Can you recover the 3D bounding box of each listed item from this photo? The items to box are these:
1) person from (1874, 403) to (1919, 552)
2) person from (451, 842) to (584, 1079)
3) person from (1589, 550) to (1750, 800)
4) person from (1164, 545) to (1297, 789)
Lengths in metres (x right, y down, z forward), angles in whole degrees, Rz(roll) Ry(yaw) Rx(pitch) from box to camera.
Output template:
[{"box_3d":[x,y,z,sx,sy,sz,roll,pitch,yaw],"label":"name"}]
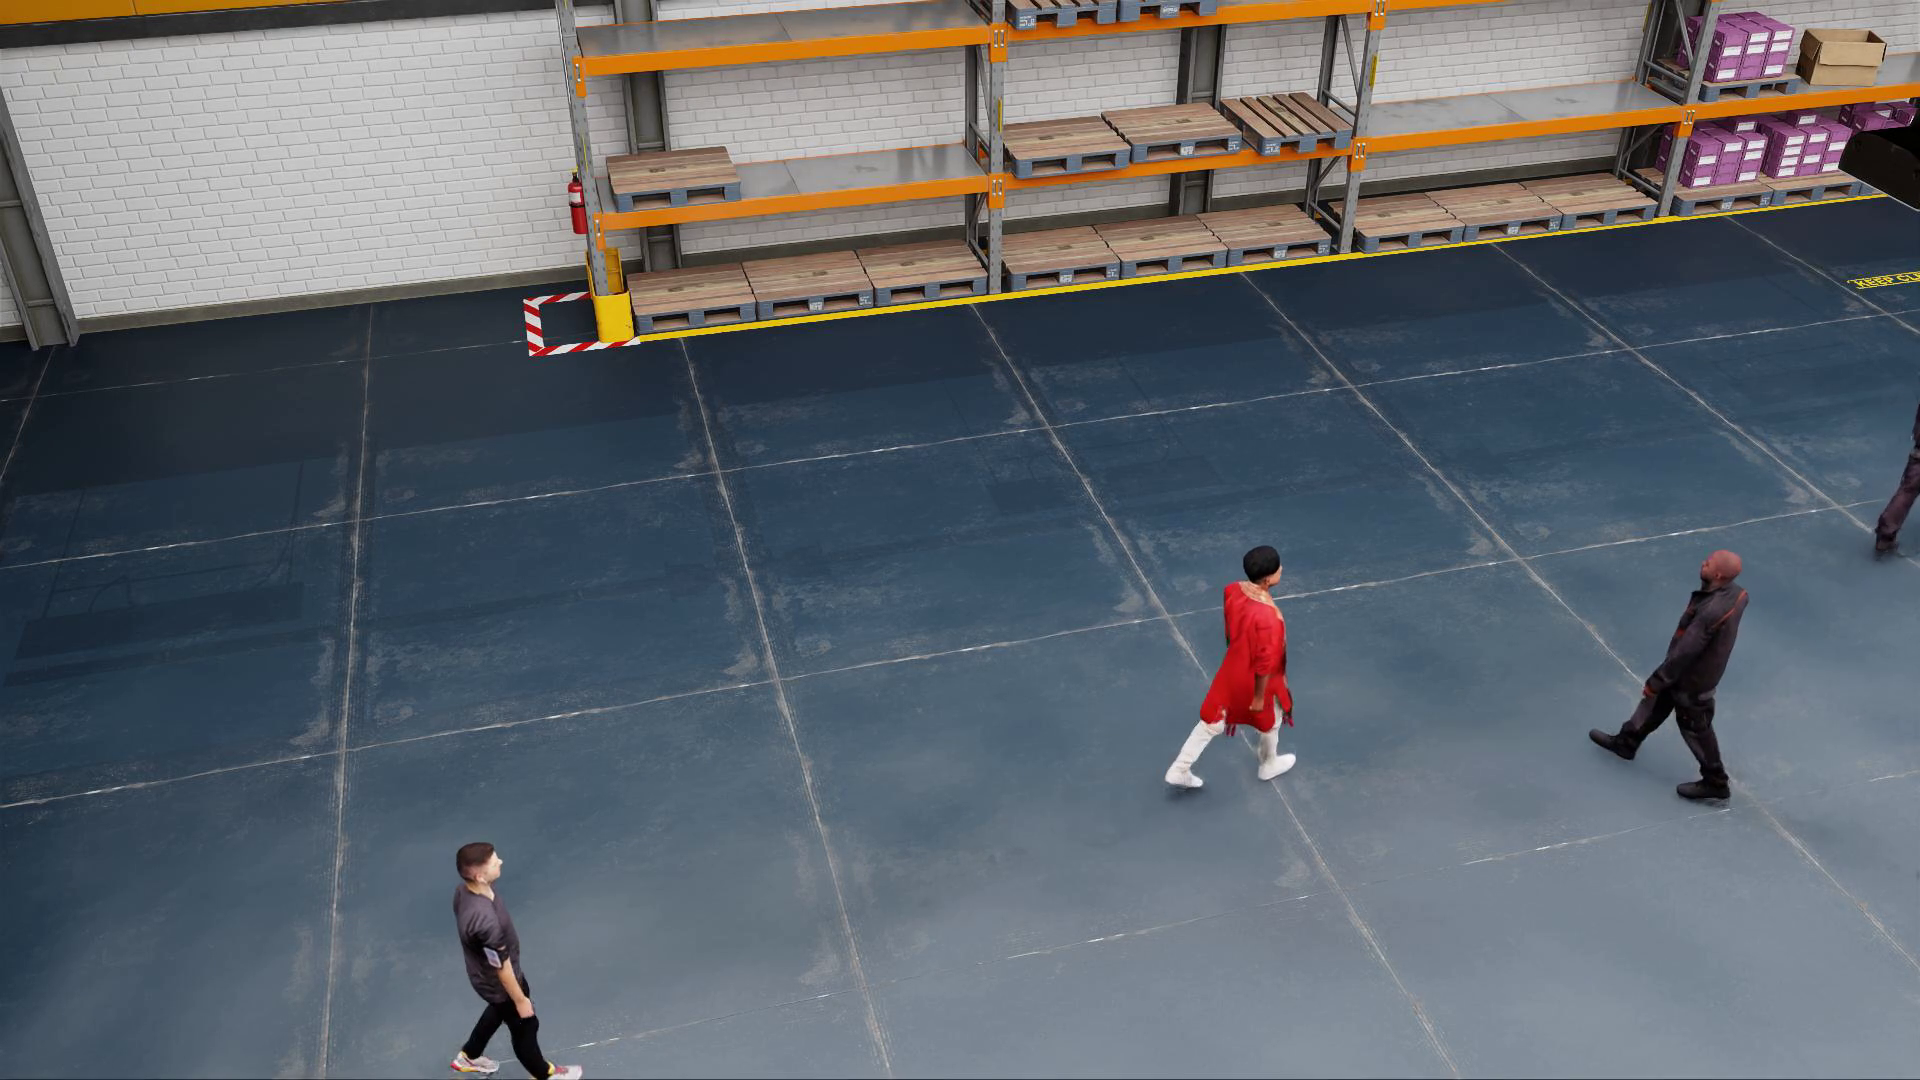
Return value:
[{"box_3d":[7.596,-0.706,12.948,1.314,1.814,0.996,-20,39,-27],"label":"person"},{"box_3d":[-2.425,2.242,8.565,0.904,1.756,0.688,-12,35,-17],"label":"person"},{"box_3d":[4.755,0.892,10.559,1.238,1.798,1.215,21,39,28],"label":"person"},{"box_3d":[1.738,0.870,10.547,1.249,1.847,0.864,-16,37,-22],"label":"person"}]
